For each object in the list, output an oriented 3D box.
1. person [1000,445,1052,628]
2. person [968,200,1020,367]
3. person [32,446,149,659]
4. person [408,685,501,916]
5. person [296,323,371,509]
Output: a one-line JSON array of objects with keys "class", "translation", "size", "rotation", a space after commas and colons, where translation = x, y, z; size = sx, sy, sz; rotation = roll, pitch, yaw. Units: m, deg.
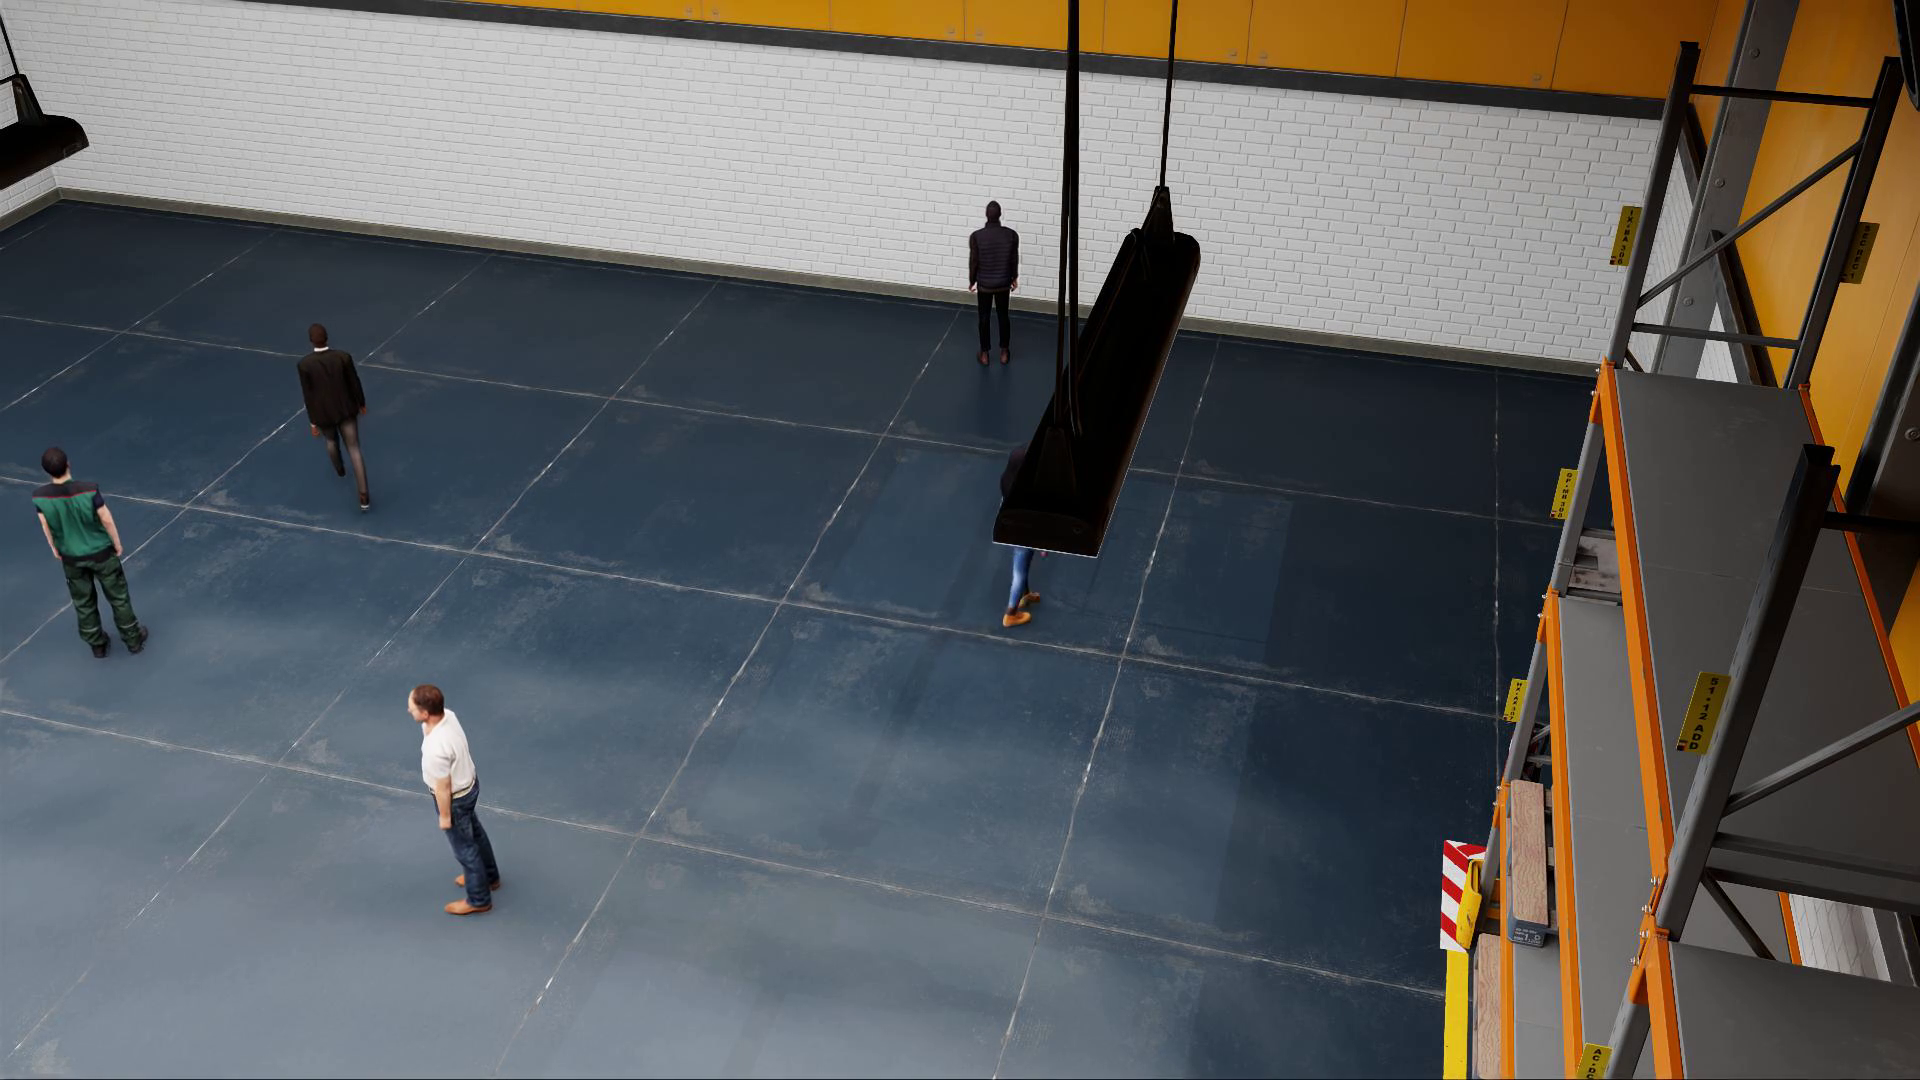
[{"class": "person", "translation": [0.433, -0.009, 13.730], "size": [0.893, 1.701, 0.834], "rotation": [-21, 39, -28]}, {"class": "person", "translation": [0.355, -2.740, 17.716], "size": [0.767, 1.835, 0.722], "rotation": [-4, 34, -6]}, {"class": "person", "translation": [-7.030, 0.098, 13.393], "size": [0.771, 1.896, 0.764], "rotation": [-9, 35, -13]}, {"class": "person", "translation": [-3.327, 1.694, 11.033], "size": [0.801, 1.849, 0.668], "rotation": [-4, 34, -6]}, {"class": "person", "translation": [-5.722, -1.109, 15.344], "size": [1.176, 1.746, 1.272], "rotation": [-15, 37, -21]}]
